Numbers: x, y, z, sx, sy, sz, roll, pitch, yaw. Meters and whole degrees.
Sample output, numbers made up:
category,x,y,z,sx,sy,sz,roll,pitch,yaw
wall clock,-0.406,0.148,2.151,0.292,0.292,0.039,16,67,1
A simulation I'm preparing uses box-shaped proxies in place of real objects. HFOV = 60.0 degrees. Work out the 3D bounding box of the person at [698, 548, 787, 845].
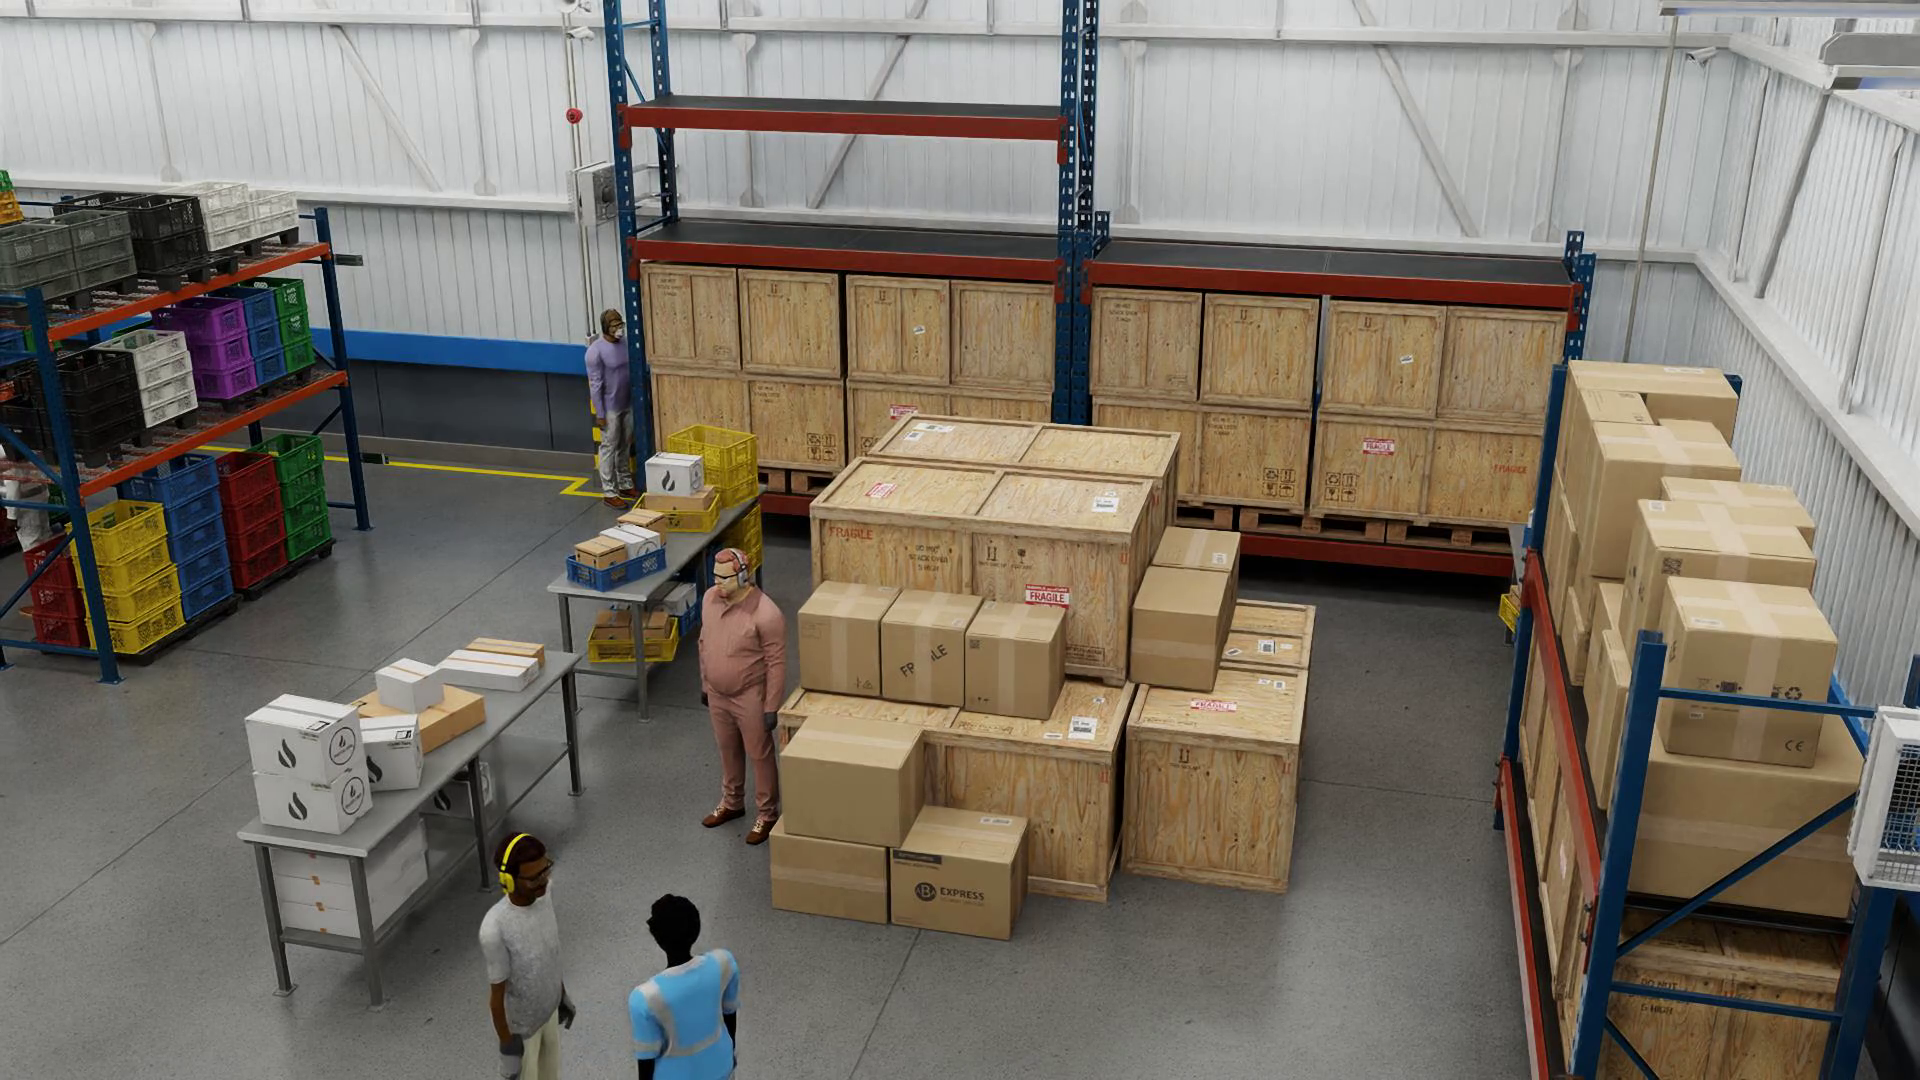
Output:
category,x,y,z,sx,sy,sz,roll,pitch,yaw
person,-1.369,0.949,10.250,0.652,1.906,0.409,14,25,33

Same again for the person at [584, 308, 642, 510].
category,x,y,z,sx,sy,sz,roll,pitch,yaw
person,-3.305,-1.276,16.029,0.373,1.940,0.629,10,23,25

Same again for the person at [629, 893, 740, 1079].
category,x,y,z,sx,sy,sz,roll,pitch,yaw
person,-1.157,2.269,7.082,0.540,1.697,0.317,-19,28,-40

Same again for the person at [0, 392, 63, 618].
category,x,y,z,sx,sy,sz,roll,pitch,yaw
person,-7.621,-0.300,13.554,0.355,1.882,0.576,-3,21,-7

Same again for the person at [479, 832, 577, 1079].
category,x,y,z,sx,sy,sz,roll,pitch,yaw
person,-1.864,2.100,7.291,0.313,1.869,0.528,6,22,16

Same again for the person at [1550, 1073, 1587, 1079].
category,x,y,z,sx,sy,sz,roll,pitch,yaw
person,2.025,2.661,5.860,0.429,1.845,0.621,-14,25,-33
